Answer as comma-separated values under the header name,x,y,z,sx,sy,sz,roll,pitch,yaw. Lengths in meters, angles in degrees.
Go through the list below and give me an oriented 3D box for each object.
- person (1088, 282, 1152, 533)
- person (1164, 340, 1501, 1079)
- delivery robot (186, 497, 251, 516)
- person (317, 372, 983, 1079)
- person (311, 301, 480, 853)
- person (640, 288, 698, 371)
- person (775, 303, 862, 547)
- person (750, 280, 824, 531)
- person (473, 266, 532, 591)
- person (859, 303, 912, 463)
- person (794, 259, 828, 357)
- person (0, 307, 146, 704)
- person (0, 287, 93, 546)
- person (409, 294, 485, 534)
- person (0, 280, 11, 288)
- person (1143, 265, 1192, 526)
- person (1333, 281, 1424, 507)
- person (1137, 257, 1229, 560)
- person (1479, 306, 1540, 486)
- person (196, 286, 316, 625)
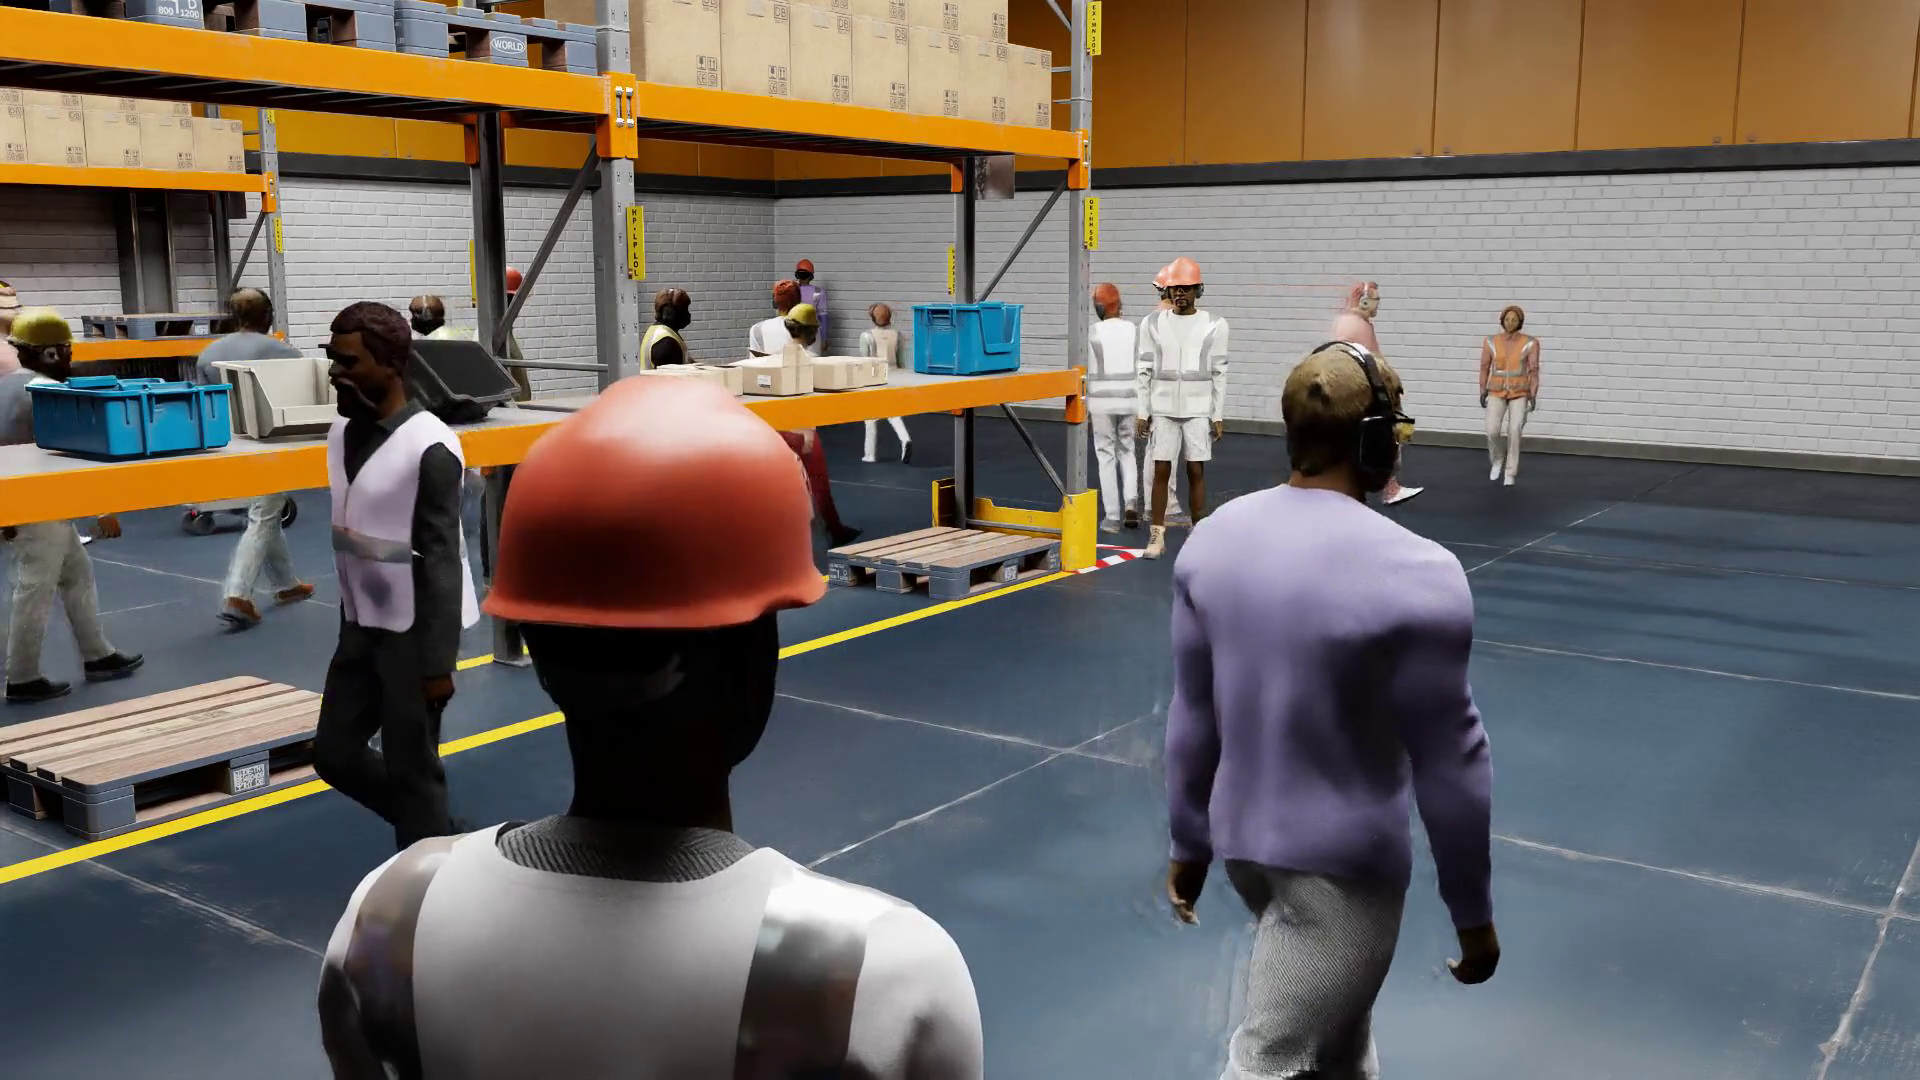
name,x,y,z,sx,sy,sz,roll,pitch,yaw
person,1.132,-0.974,12.357,0.591,1.865,0.405,-2,10,-13
person,0.644,0.581,3.066,1.041,1.894,0.642,-6,11,-32
delivery robot,-5.456,-0.392,12.514,0.707,0.478,0.477,-8,13,-41
person,-0.218,0.835,1.374,0.544,1.938,0.355,3,10,17
person,-1.636,0.271,4.806,0.613,1.908,0.440,8,13,41
person,-1.970,-0.800,11.406,0.429,1.839,0.634,-3,10,-15
person,-1.067,-0.763,11.490,0.539,1.722,0.883,9,13,41
person,-1.288,-0.994,12.432,0.576,1.881,0.354,3,10,17
person,-2.801,-0.682,10.242,0.390,1.990,0.623,-1,10,-6
person,-0.740,-1.545,16.524,0.524,1.618,0.684,-5,11,-29
person,-2.067,-2.736,22.323,0.605,2.045,0.383,1,10,3
person,-4.160,-0.170,7.768,0.600,1.802,0.806,9,13,43
person,-6.729,-0.852,11.725,1.045,1.854,0.635,-1,10,-4
person,-3.782,-0.900,12.181,0.981,1.792,0.616,-2,10,-13
person,-7.354,-1.063,12.868,0.513,1.876,0.328,4,10,20
person,1.603,-1.105,12.755,0.377,1.995,0.608,-3,10,-16
person,3.271,-1.152,13.449,0.997,1.852,0.647,1,10,7
person,1.493,-0.875,11.231,0.607,2.048,0.366,2,10,12
person,4.939,-1.293,14.981,0.534,1.624,0.359,4,11,25
person,-3.990,-0.488,9.420,0.643,1.893,1.040,2,10,9
